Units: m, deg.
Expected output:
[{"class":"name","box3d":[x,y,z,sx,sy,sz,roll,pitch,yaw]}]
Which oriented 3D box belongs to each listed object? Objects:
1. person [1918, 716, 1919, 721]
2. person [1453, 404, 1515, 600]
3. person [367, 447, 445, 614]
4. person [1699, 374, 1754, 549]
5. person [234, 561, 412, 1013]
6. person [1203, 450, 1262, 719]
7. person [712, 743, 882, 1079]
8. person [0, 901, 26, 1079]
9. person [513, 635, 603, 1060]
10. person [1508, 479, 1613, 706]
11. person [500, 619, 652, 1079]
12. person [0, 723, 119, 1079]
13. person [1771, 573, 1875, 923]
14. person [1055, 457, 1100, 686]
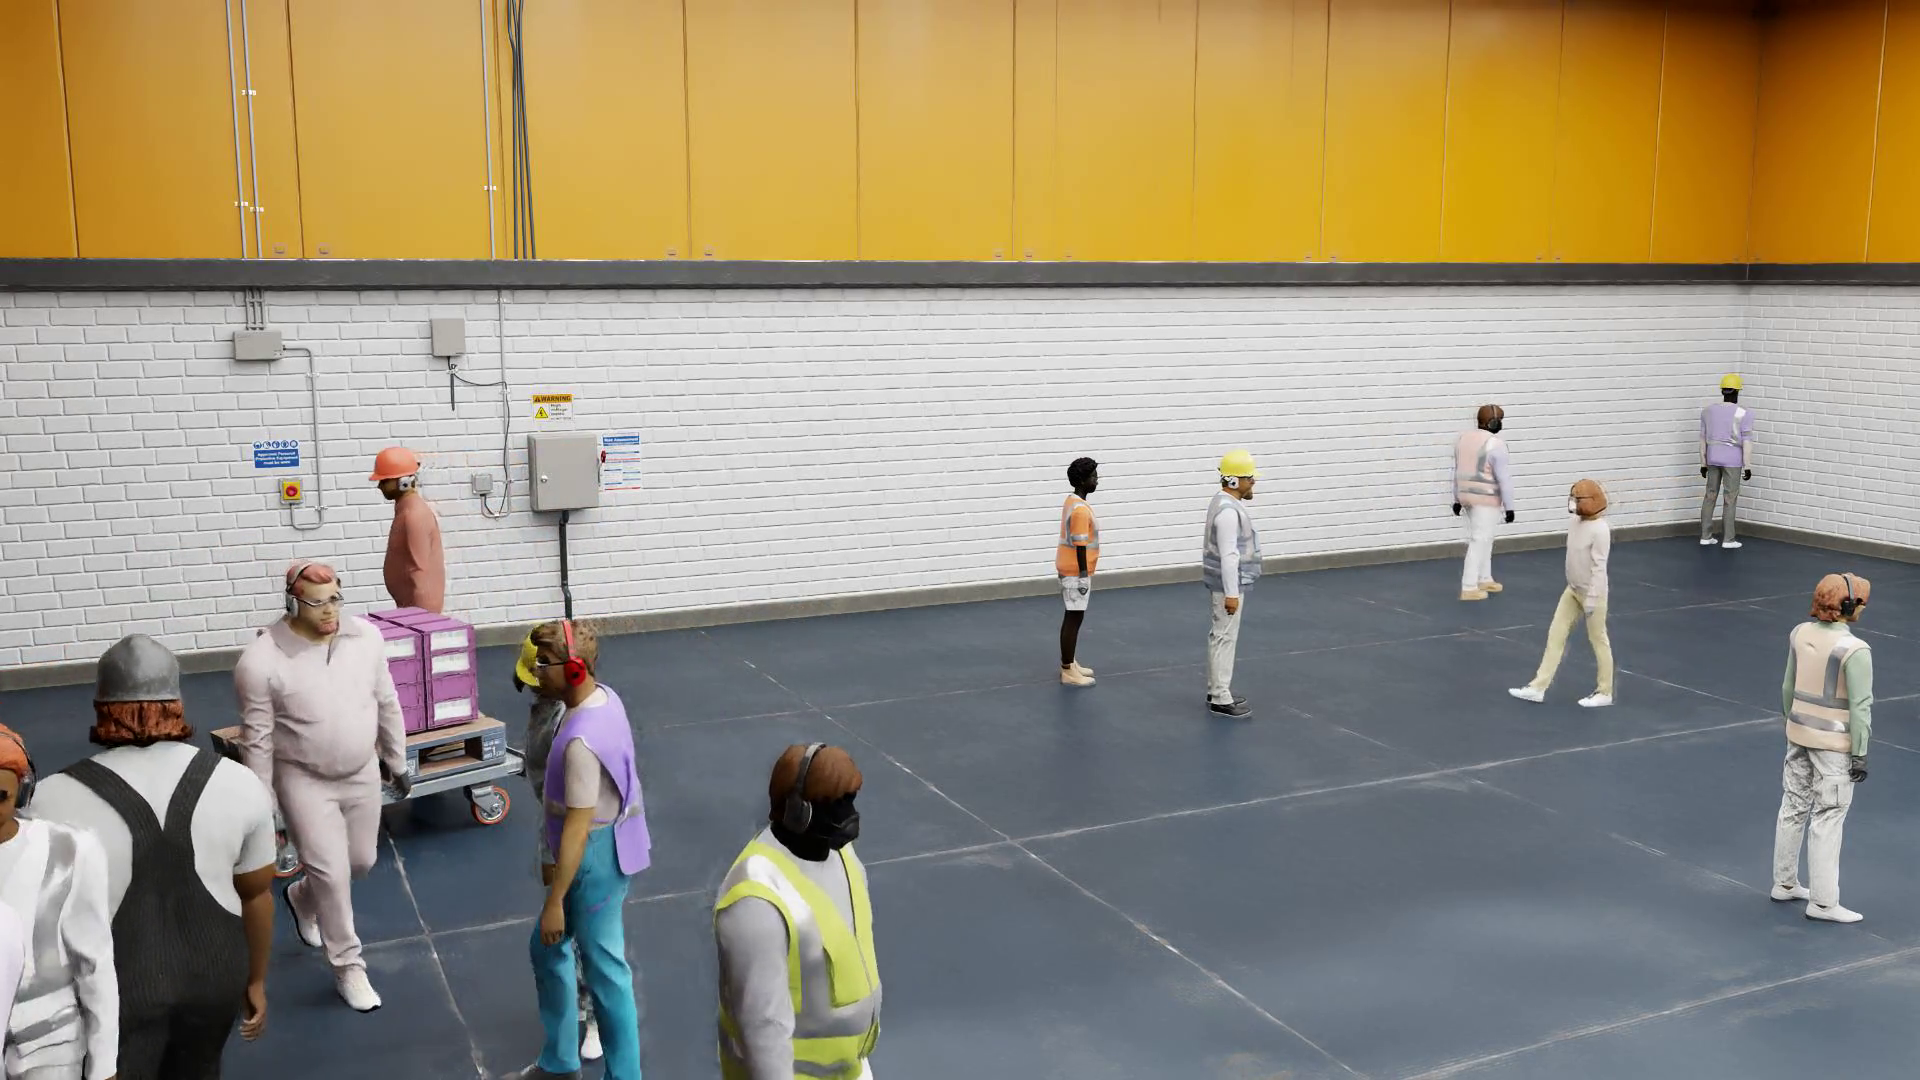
[{"class":"person","box3d":[6.615,0.351,10.997,0.345,1.846,0.508,1,9,5]},{"class":"person","box3d":[4.934,-0.350,15.433,0.727,1.816,0.654,-3,10,-19]},{"class":"person","box3d":[-3.369,0.400,10.275,0.483,1.972,0.650,-4,10,-23]},{"class":"person","box3d":[8.439,-0.867,18.339,0.388,1.921,0.586,-7,11,-36]},{"class":"person","box3d":[-2.697,0.983,6.988,0.812,1.870,0.694,8,12,39]},{"class":"person","box3d":[1.865,0.291,11.405,0.403,1.831,0.596,1,9,6]},{"class":"person","box3d":[-0.348,1.431,4.445,0.956,1.793,0.650,4,10,21]},{"class":"person","box3d":[-2.489,1.487,3.872,0.943,1.865,0.602,4,10,21]},{"class":"person","box3d":[-1.581,1.141,6.561,0.325,1.701,0.626,-3,10,-18]},{"class":"person","box3d":[4.226,0.380,11.528,0.784,1.598,0.530,-2,9,-9]},{"class":"person","box3d":[-1.430,1.179,5.895,0.666,1.824,0.592,-2,9,-11]},{"class":"person","box3d":[-2.562,1.395,4.472,0.580,1.864,0.416,-2,9,-14]},{"class":"person","box3d":[4.070,0.964,7.829,0.311,1.638,0.522,-2,9,-11]},{"class":"person","box3d":[0.869,0.227,12.248,0.321,1.689,0.531,-1,9,-3]}]
